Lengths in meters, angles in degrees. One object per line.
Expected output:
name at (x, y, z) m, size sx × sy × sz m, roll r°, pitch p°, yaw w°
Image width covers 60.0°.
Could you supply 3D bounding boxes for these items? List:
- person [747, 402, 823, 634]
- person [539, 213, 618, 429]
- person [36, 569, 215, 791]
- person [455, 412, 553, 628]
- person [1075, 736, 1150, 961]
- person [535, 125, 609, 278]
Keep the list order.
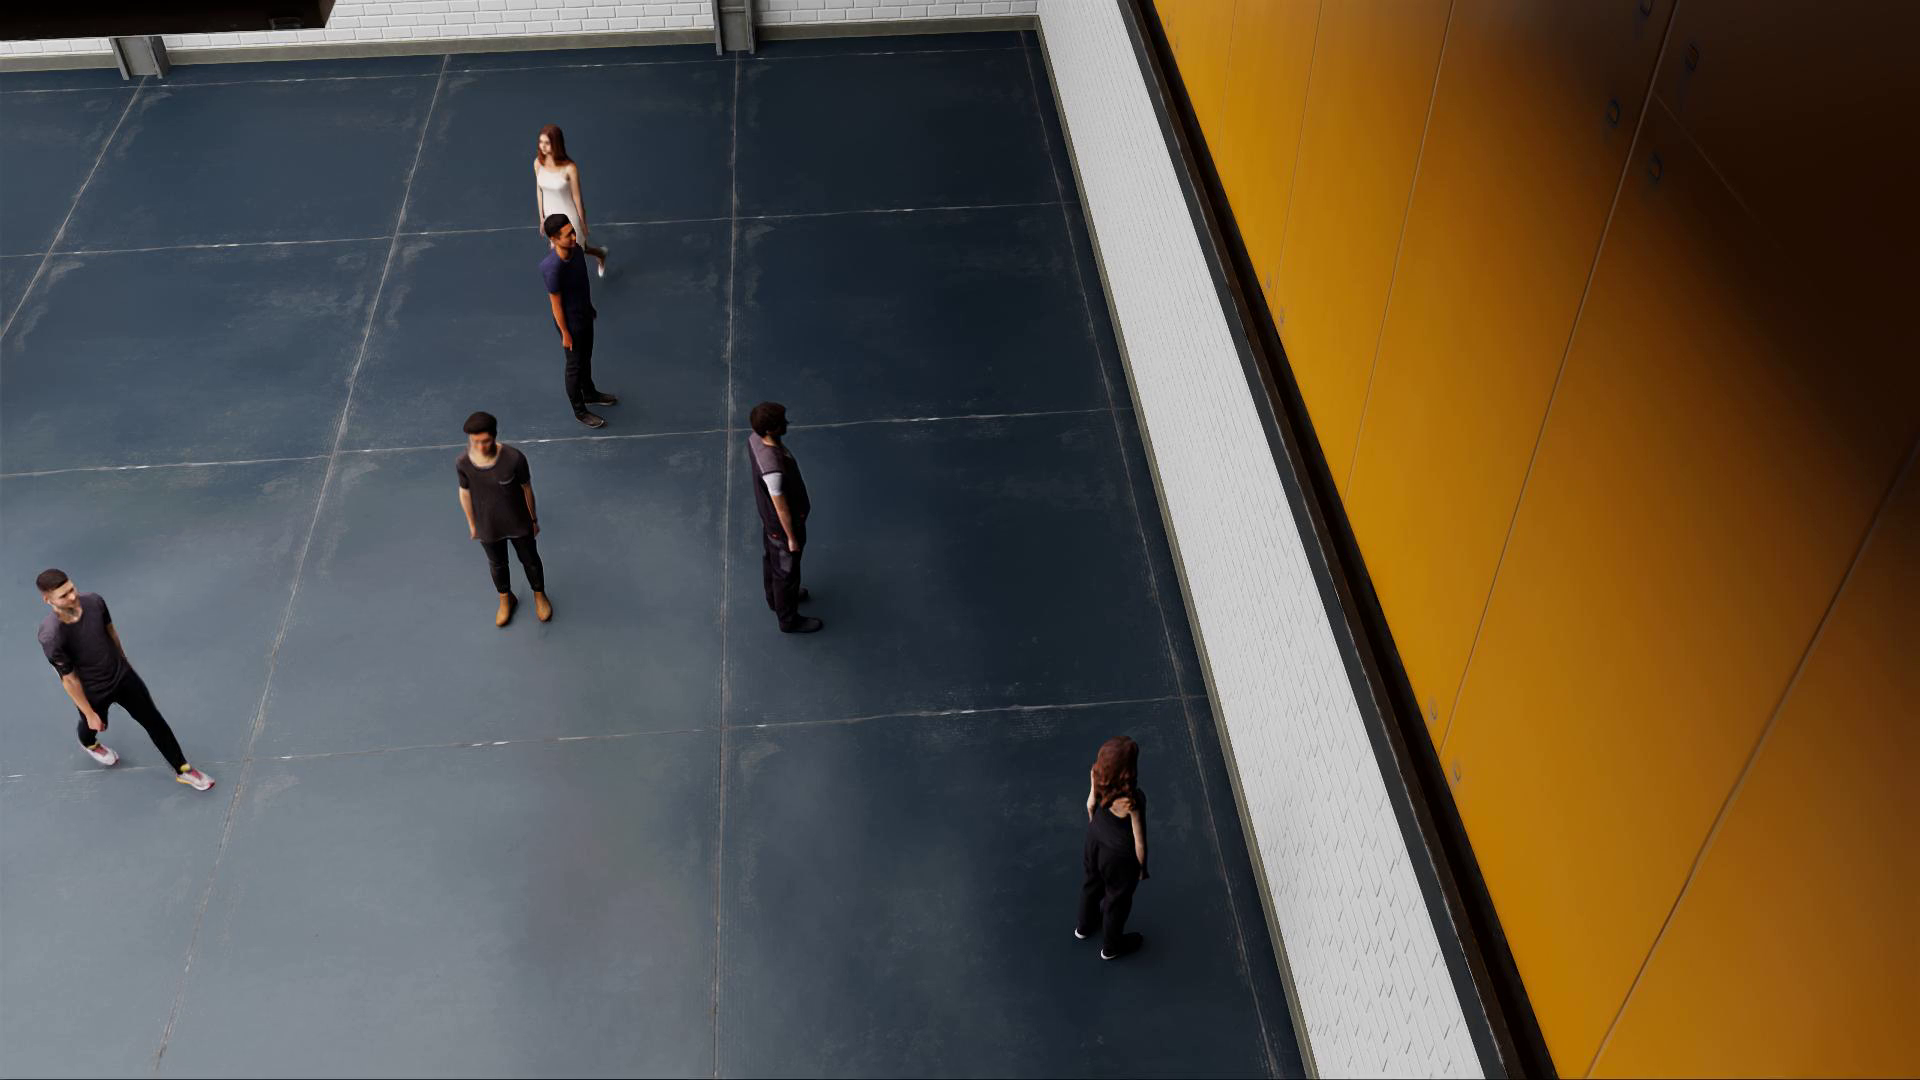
person at (-1.177, -0.154, 10.805) m, size 0.660 × 1.849 × 0.707 m, roll -14°, pitch 45°, yaw -14°
person at (-2.891, -1.666, 12.432) m, size 0.638 × 1.793 × 0.700 m, roll 9°, pitch 44°, yaw 9°
person at (-5.155, 0.837, 9.857) m, size 1.275 × 1.722 × 1.025 m, roll 16°, pitch 46°, yaw 17°
person at (-3.000, -0.158, 10.905) m, size 0.492 × 1.716 × 0.679 m, roll -5°, pitch 44°, yaw -5°
person at (0.815, 1.654, 8.980) m, size 0.695 × 1.748 × 0.662 m, roll -31°, pitch 51°, yaw -28°
person at (-3.178, -2.647, 13.536) m, size 1.055 × 1.691 × 0.994 m, roll 20°, pitch 47°, yaw 20°
